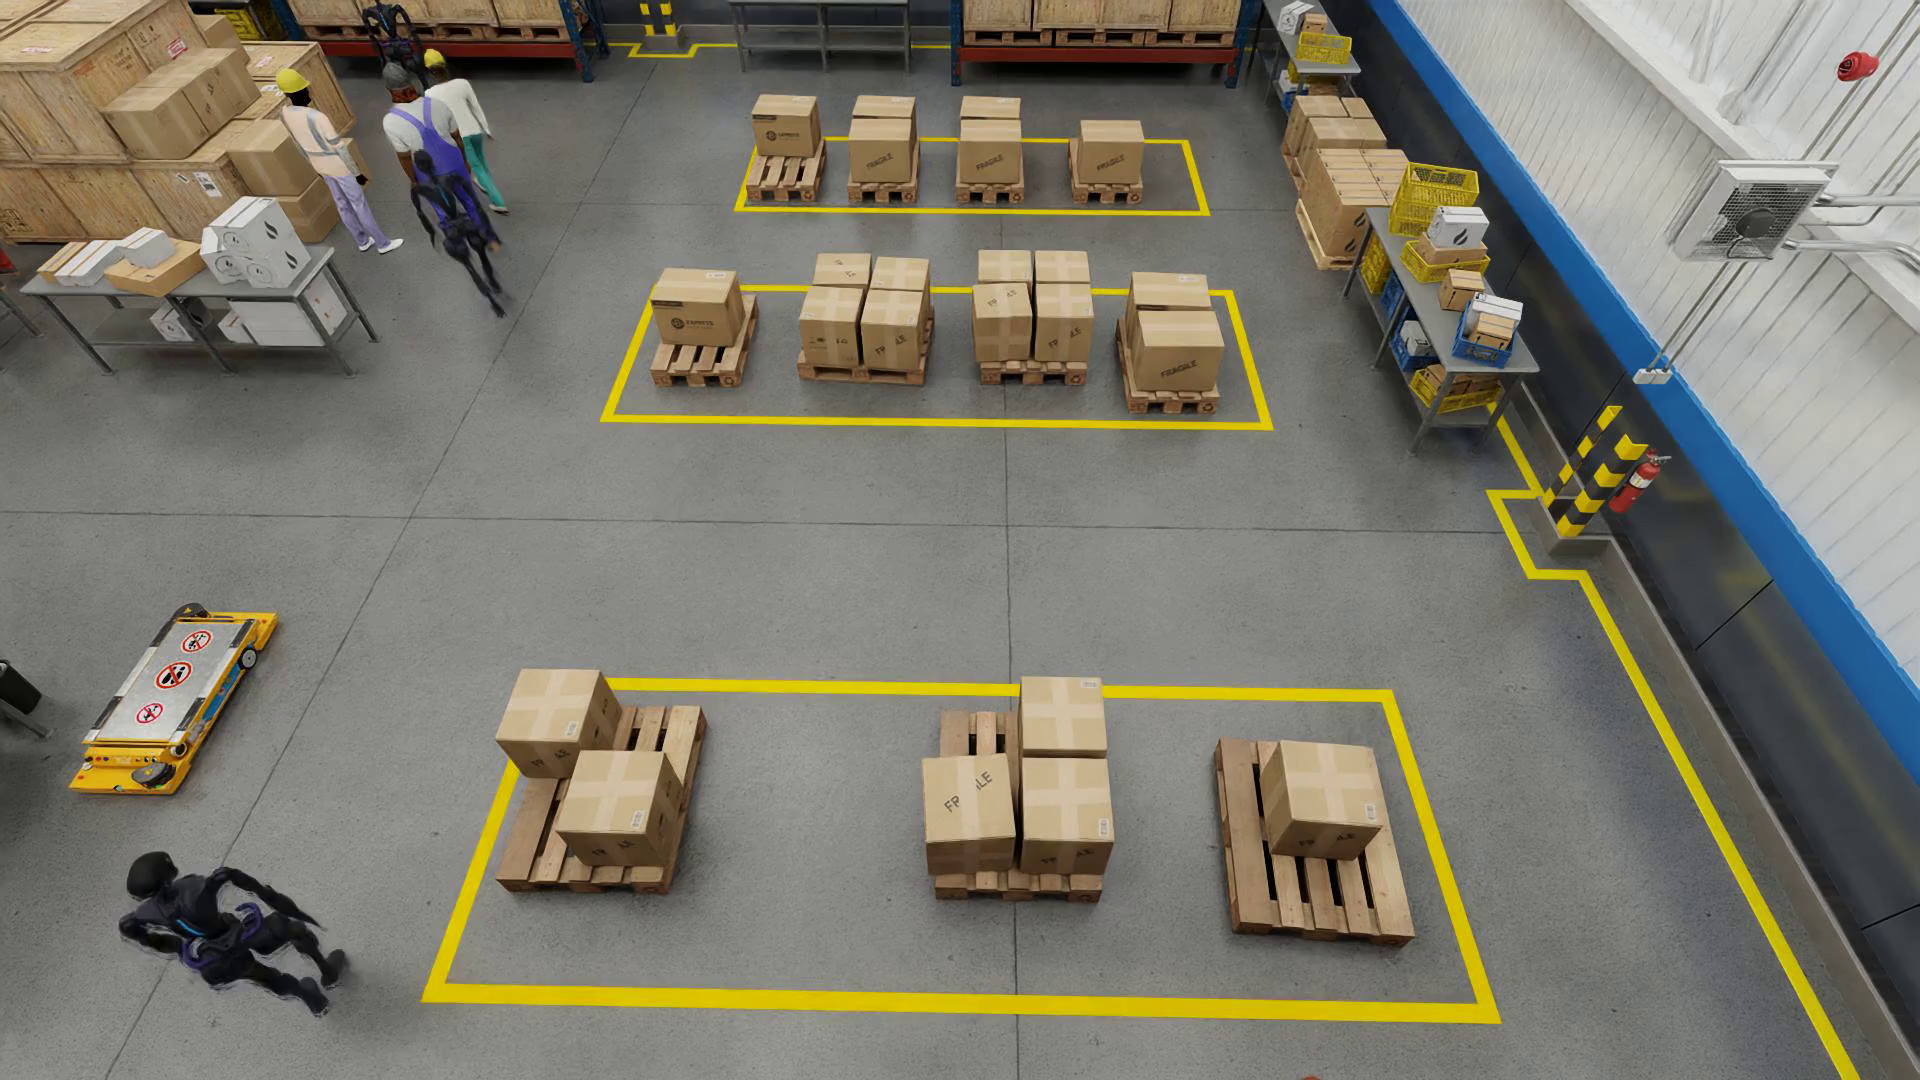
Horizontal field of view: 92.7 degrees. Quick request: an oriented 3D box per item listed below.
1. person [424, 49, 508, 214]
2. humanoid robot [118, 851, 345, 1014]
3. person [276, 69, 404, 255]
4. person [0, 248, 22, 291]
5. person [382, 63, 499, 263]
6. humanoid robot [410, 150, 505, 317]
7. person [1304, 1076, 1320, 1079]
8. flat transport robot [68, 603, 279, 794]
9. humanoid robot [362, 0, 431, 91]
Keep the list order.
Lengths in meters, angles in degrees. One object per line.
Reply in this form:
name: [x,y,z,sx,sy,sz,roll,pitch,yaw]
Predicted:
person: [-5.611,-4.581,10.286,0.884,1.722,0.538,31,56,24]
humanoid robot: [-3.743,2.020,4.742,0.554,1.642,0.473,-36,58,-26]
person: [-6.547,-3.915,9.593,0.585,1.928,0.367,12,51,10]
person: [-10.332,-3.393,9.115,0.390,1.985,0.610,-2,50,-2]
person: [-5.433,-3.872,9.484,0.536,2.000,0.674,35,58,26]
humanoid robot: [-4.925,-3.030,9.029,0.562,1.630,0.712,-34,58,-25]
person: [1.329,2.696,4.029,0.575,1.879,0.353,-6,50,-5]
flat transport robot: [-5.504,1.072,6.442,0.652,0.197,1.431,1,50,1]
humanoid robot: [-7.119,-6.196,11.683,0.564,1.654,0.319,-13,51,-10]
